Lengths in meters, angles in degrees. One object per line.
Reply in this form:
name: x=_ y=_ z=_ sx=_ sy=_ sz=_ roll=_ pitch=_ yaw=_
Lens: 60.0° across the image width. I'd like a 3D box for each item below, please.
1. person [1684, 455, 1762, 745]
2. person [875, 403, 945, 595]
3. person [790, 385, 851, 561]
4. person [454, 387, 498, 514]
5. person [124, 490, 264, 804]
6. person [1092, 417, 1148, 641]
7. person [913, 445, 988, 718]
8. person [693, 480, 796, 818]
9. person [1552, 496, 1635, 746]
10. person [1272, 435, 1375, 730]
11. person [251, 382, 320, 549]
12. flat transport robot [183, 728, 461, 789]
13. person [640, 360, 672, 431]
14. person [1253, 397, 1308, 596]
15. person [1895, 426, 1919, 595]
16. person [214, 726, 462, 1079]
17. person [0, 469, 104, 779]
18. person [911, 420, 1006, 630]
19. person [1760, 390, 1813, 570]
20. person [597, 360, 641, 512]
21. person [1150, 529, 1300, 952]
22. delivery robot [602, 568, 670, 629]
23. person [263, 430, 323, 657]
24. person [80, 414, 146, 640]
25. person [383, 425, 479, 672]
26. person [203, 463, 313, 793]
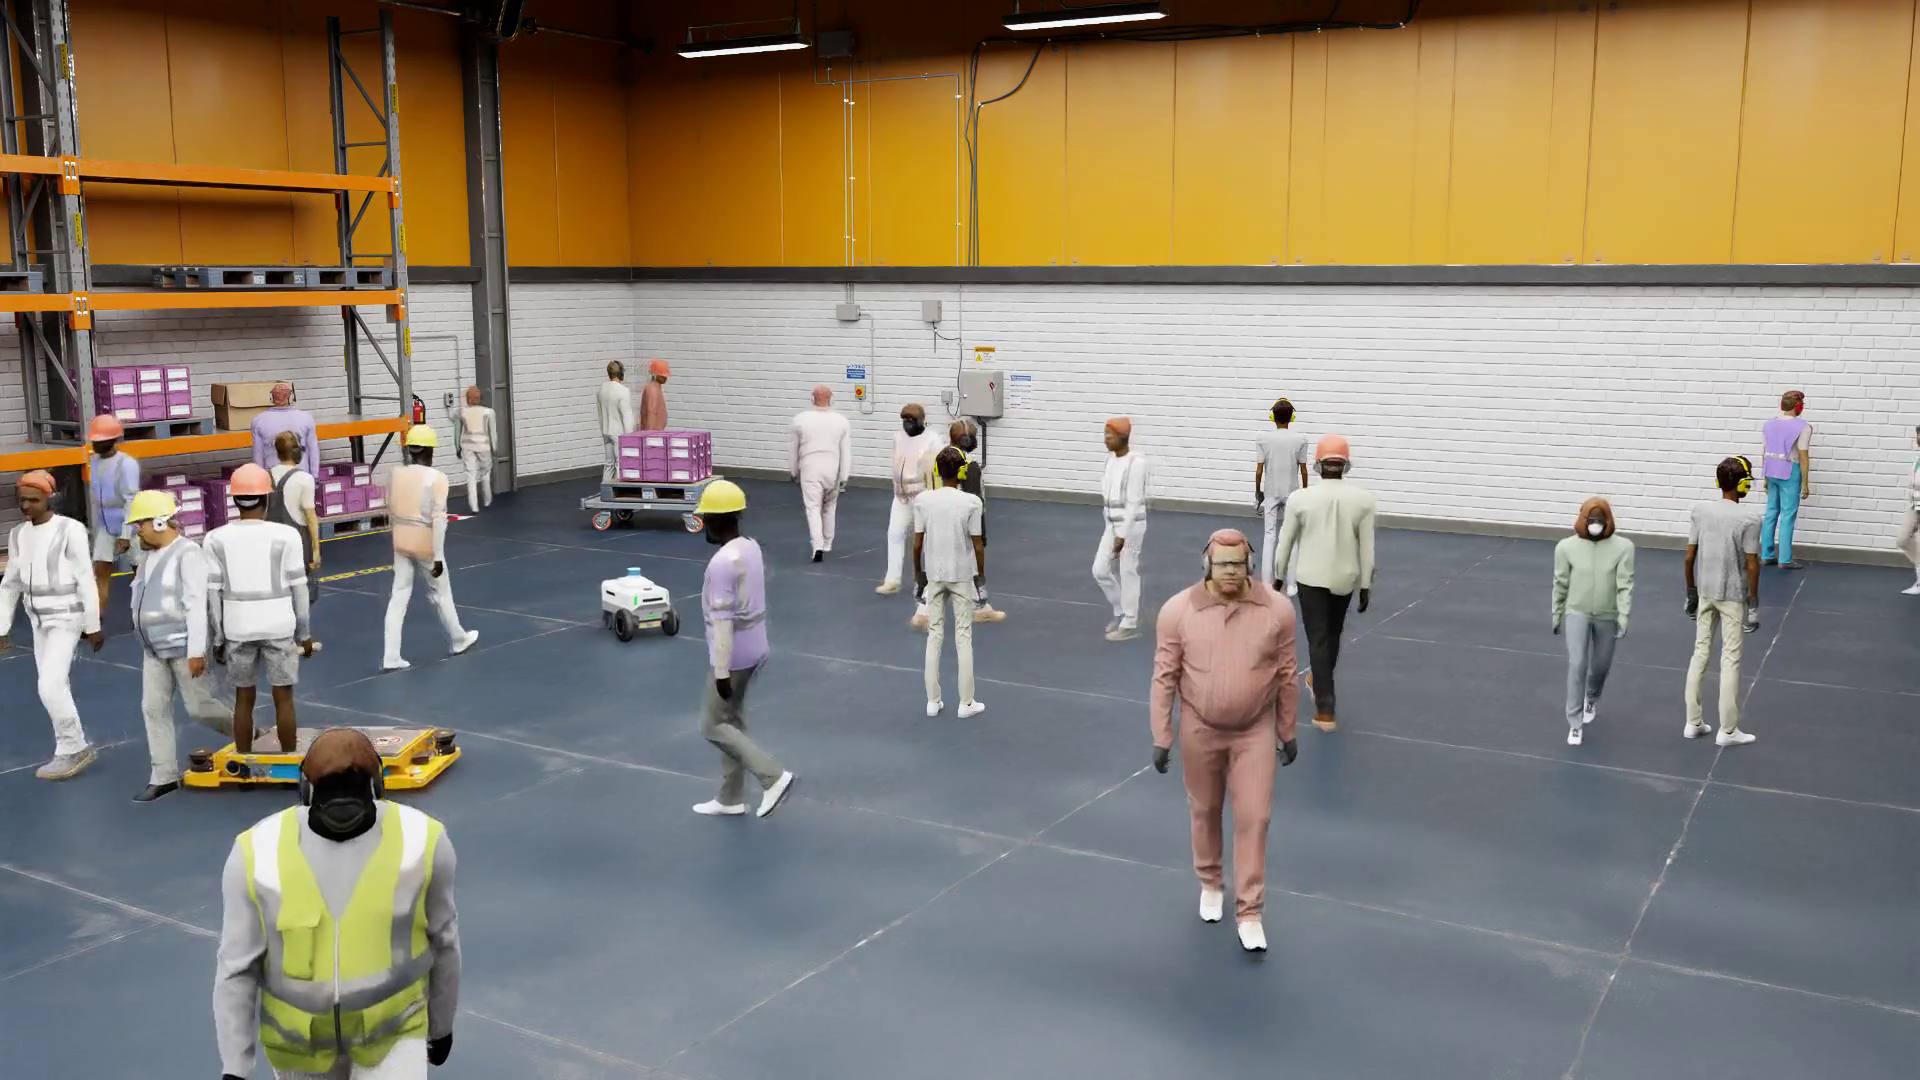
person: x=4.930 y=0.386 z=10.748 sx=0.325 sy=1.871 sz=0.516 roll=-6 pitch=11 yaw=-31
person: x=-0.473 y=-0.366 z=15.604 sx=0.653 sy=1.811 sz=0.803 roll=7 pitch=12 yaw=38
person: x=-1.484 y=-0.724 z=17.728 sx=0.632 sy=1.859 sz=1.003 roll=-2 pitch=9 yaw=-12
person: x=-6.154 y=-1.149 z=21.163 sx=0.536 sy=1.589 sz=0.883 roll=-2 pitch=9 yaw=-10
person: x=-4.521 y=0.592 z=9.729 sx=0.594 sy=1.801 sz=0.776 roll=5 pitch=11 yaw=31
person: x=1.308 y=-0.081 z=13.676 sx=0.447 sy=1.868 sz=0.570 roll=-5 pitch=10 yaw=-28
person: x=-0.066 y=0.284 z=11.387 sx=0.532 sy=1.868 sz=0.310 roll=3 pitch=9 yaw=16
person: x=-1.217 y=0.619 z=9.159 sx=0.546 sy=1.911 sz=0.592 roll=2 pitch=9 yaw=12
person: x=4.139 y=0.491 z=10.924 sx=0.484 sy=1.601 sz=0.738 roll=2 pitch=9 yaw=14
person: x=2.467 y=0.257 z=11.318 sx=0.625 sy=1.938 sz=1.023 roll=0 pitch=9 yaw=-3
person: x=-6.992 y=-0.681 z=17.290 sx=0.642 sy=1.909 sz=0.409 roll=-3 pitch=10 yaw=-20
flat transport robot: x=-3.821 y=1.299 z=10.019 sx=1.431 sy=0.197 sz=0.652 roll=0 pitch=9 yaw=3
person: x=-3.982 y=-1.408 z=21.817 sx=1.061 sy=1.916 sz=0.644 roll=-2 pitch=9 yaw=-15
person: x=3.021 y=-0.402 z=15.649 sx=0.513 sy=1.877 sz=0.328 roll=1 pitch=9 yaw=9
person: x=9.078 y=-0.281 z=15.678 sx=0.360 sy=1.629 sz=0.519 roll=0 pitch=9 yaw=3
person: x=-1.739 y=1.399 z=4.701 sx=0.634 sy=1.790 sz=0.983 roll=-2 pitch=9 yaw=-14
person: x=-5.433 y=0.514 z=9.897 sx=0.594 sy=1.875 sz=0.464 roll=5 pitch=10 yaw=29
person: x=-0.032 y=-0.128 z=14.189 sx=0.958 sy=1.801 sz=0.644 roll=-5 pitch=10 yaw=-26
person: x=8.467 y=-0.615 z=17.090 sx=0.405 sy=1.843 sz=0.567 roll=-3 pitch=10 yaw=-18
person: x=-4.342 y=-1.309 z=21.110 sx=0.635 sy=1.939 sz=0.366 roll=8 pitch=12 yaw=42
person: x=1.198 y=0.897 z=7.515 sx=0.679 sy=1.874 sz=0.883 roll=1 pitch=9 yaw=8
delivery robot: x=-2.732 y=0.477 z=13.976 sx=0.477 sy=0.478 sz=0.707 roll=-6 pitch=11 yaw=-35
person: x=-5.250 y=0.058 z=12.957 sx=0.509 sy=1.823 sz=0.660 roll=3 pitch=10 yaw=18
person: x=-7.017 y=-0.116 z=13.853 sx=0.558 sy=1.883 sz=0.935 roll=3 pitch=10 yaw=20
person: x=-4.183 y=0.044 z=12.902 sx=0.597 sy=1.863 sz=1.021 roll=3 pitch=9 yaw=16
person: x=-4.091 y=0.516 z=9.726 sx=0.553 sy=1.936 sz=0.377 roll=-1 pitch=9 yaw=-8
